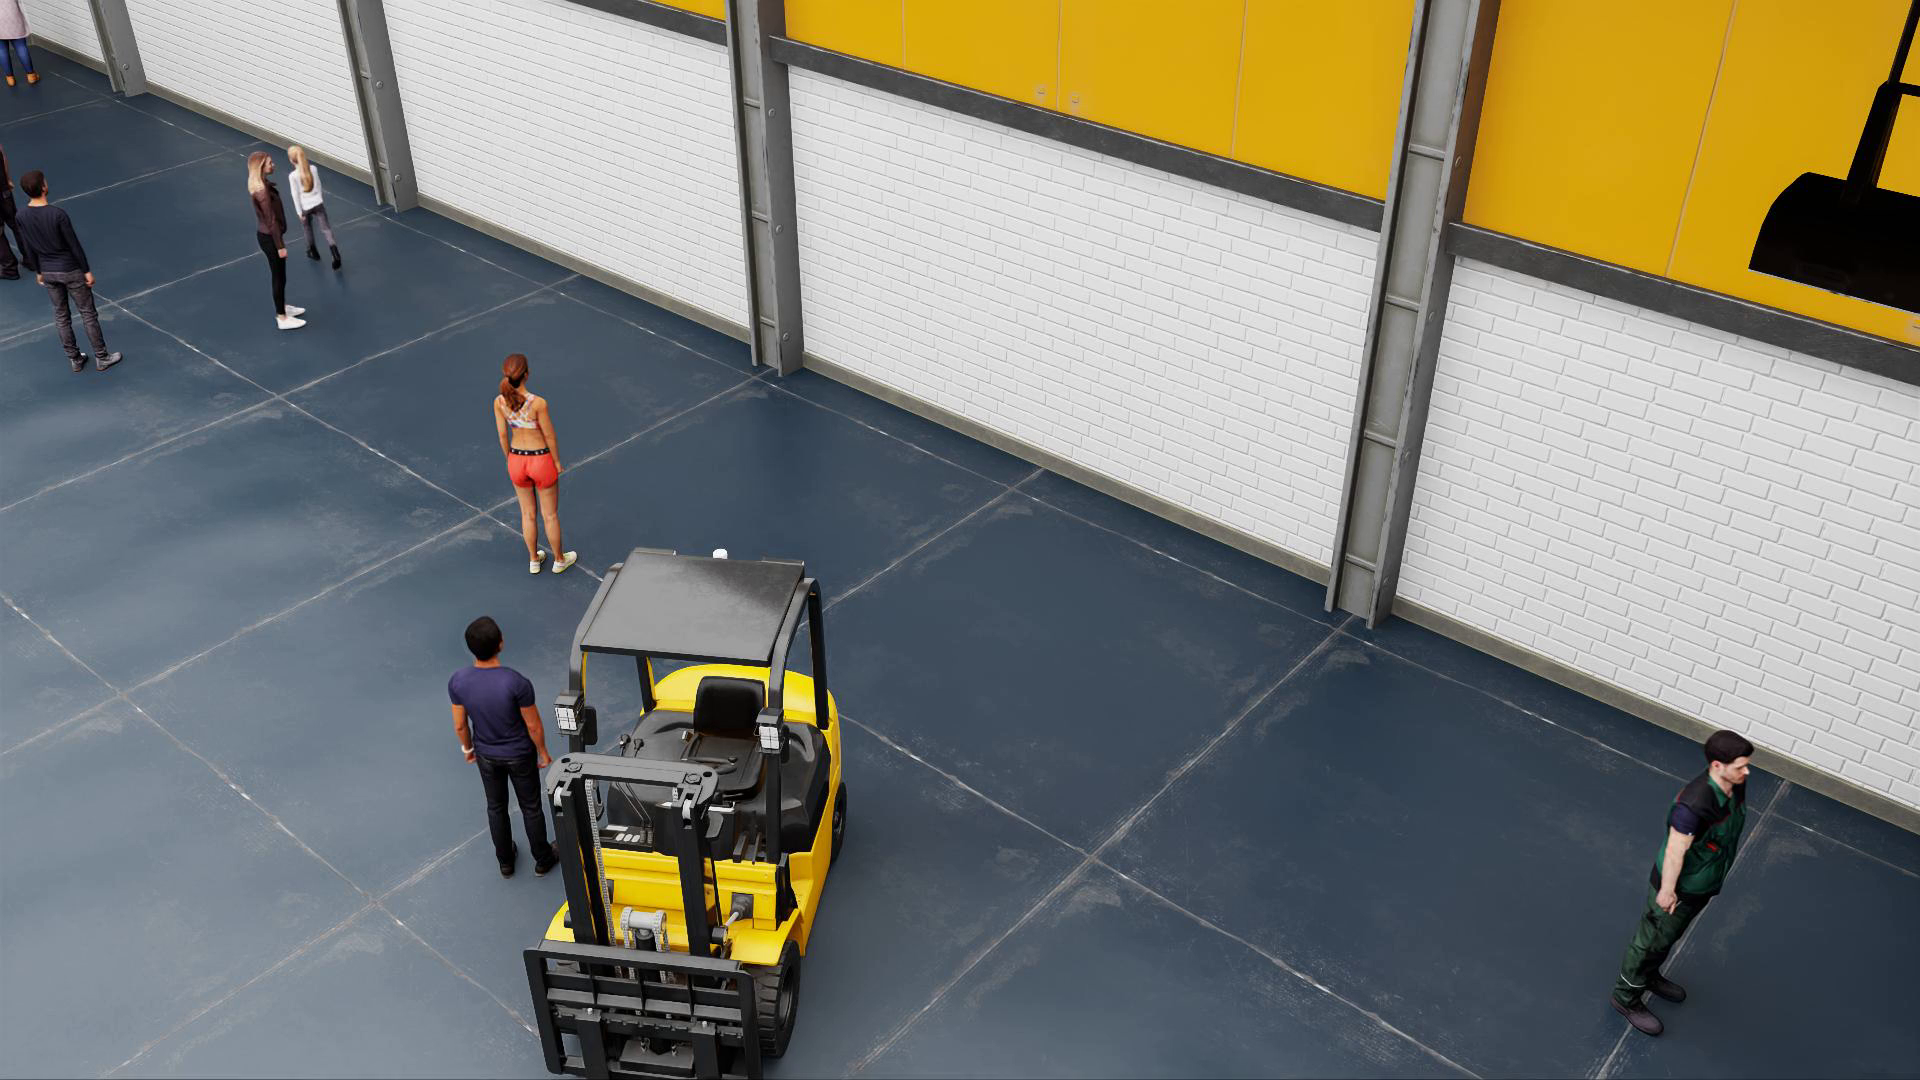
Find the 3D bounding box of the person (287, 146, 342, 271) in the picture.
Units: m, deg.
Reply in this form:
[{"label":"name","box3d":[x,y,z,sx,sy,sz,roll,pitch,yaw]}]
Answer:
[{"label":"person","box3d":[-6.538,-3.359,16.859,0.584,1.263,0.922,-24,40,-31]}]

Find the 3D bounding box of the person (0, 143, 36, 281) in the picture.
[{"label":"person","box3d":[-9.654,-3.508,16.556,0.643,1.848,0.701,16,37,22]}]

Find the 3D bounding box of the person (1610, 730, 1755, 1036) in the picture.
[{"label":"person","box3d":[3.762,1.731,8.627,0.566,1.899,0.687,28,42,35]}]

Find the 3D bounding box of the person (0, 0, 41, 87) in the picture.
[{"label":"person","box3d":[-12.456,-6.800,21.603,0.797,1.742,0.808,-11,35,-16]}]

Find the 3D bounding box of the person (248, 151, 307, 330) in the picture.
[{"label":"person","box3d":[-6.484,-2.829,15.667,0.732,1.700,0.617,-12,35,-17]}]

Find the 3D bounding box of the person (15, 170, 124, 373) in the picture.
[{"label":"person","box3d":[-8.020,-2.392,14.856,0.702,1.870,0.778,-1,34,-1]}]

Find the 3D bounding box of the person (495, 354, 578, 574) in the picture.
[{"label":"person","box3d":[-3.125,-0.542,12.145,0.652,1.792,0.733,4,34,6]}]

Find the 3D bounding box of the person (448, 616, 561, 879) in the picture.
[{"label":"person","box3d":[-2.614,1.206,9.515,0.683,1.791,0.772,0,34,0]}]
